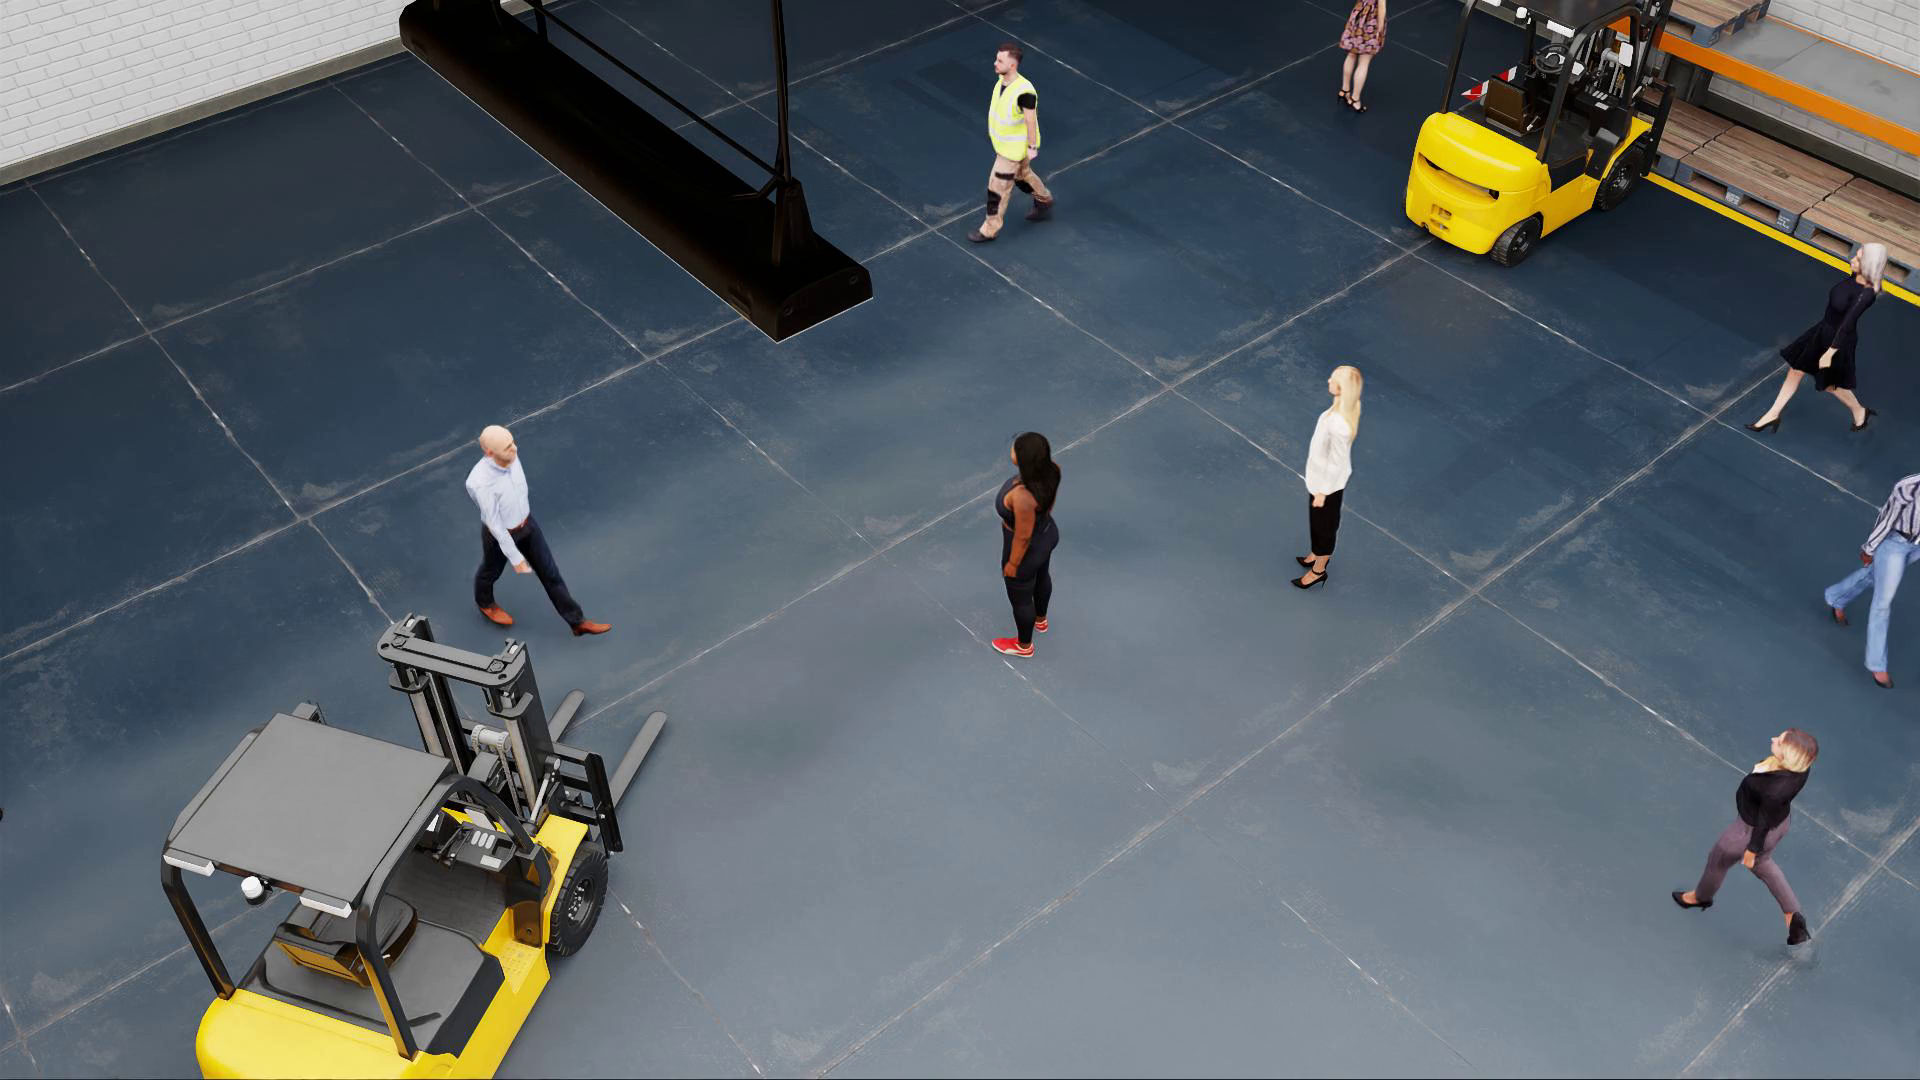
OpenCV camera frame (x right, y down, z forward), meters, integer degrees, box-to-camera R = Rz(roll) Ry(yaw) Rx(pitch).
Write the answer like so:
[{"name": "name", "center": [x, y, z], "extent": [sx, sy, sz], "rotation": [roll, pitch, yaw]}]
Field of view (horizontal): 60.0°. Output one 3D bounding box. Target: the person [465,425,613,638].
[{"name": "person", "center": [-3.008, -0.037, 10.837], "extent": [1.339, 1.733, 1.052], "rotation": [17, 46, 17]}]

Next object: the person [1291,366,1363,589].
[{"name": "person", "center": [2.460, -0.407, 11.135], "extent": [0.706, 1.858, 0.700], "rotation": [12, 45, 12]}]

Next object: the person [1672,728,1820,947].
[{"name": "person", "center": [4.460, 1.650, 9.126], "extent": [0.959, 1.650, 0.635], "rotation": [34, 53, 30]}]

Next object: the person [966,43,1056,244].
[{"name": "person", "center": [0.517, -3.445, 14.358], "extent": [0.974, 1.810, 1.170], "rotation": [-15, 46, -15]}]

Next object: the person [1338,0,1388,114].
[{"name": "person", "center": [3.916, -4.955, 15.970], "extent": [0.816, 1.773, 0.715], "rotation": [-15, 46, -15]}]

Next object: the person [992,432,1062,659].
[{"name": "person", "center": [0.448, 0.019, 10.719], "extent": [0.750, 1.816, 0.756], "rotation": [20, 47, 19]}]

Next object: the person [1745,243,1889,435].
[{"name": "person", "center": [6.531, -1.415, 12.298], "extent": [1.162, 1.713, 1.032], "rotation": [8, 44, 8]}]

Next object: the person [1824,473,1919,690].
[{"name": "person", "center": [6.040, 0.006, 10.780], "extent": [1.033, 1.748, 1.244], "rotation": [-7, 44, -7]}]
